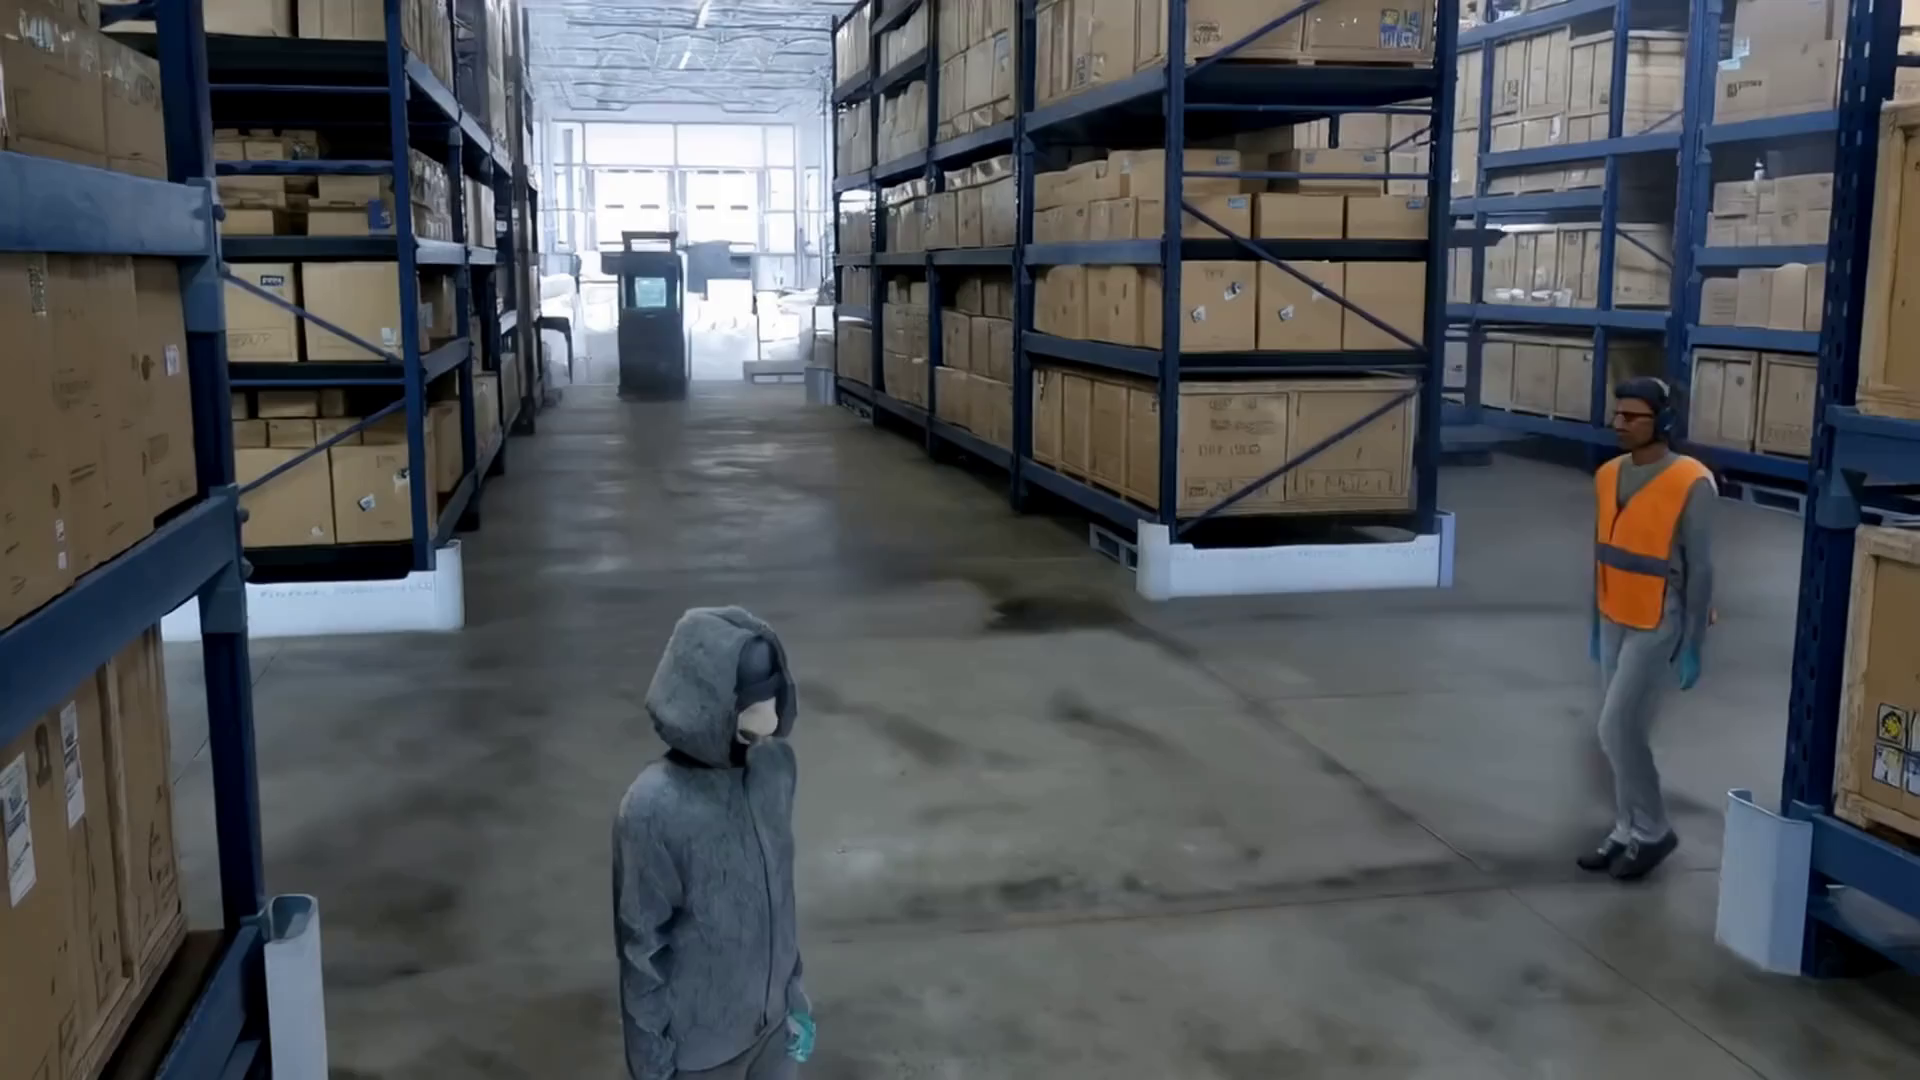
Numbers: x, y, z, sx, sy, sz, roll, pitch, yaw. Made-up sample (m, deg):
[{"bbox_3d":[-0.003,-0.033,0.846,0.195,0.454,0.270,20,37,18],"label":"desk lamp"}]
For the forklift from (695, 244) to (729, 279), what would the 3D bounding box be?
[{"bbox_3d":[-6.639,-6.533,44.642,1.129,2.768,1.873,5,11,28],"label":"forklift"}]

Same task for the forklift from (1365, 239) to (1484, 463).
[{"bbox_3d":[4.840,-2.286,18.755,1.873,2.768,1.129,-2,10,-12],"label":"forklift"}]

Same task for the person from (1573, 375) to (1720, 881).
[{"bbox_3d":[2.446,0.324,6.015,0.471,1.832,0.594,-2,10,-12],"label":"person"}]

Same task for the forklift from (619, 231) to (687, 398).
[{"bbox_3d":[-5.274,-3.877,28.455,1.129,2.768,1.873,-1,9,-9],"label":"forklift"}]

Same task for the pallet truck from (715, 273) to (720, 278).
[{"bbox_3d":[-8.580,-8.986,62.280,1.885,1.965,0.823,1,9,5],"label":"pallet truck"}]

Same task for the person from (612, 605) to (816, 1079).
[{"bbox_3d":[-0.428,0.917,3.023,0.265,1.632,0.508,4,10,25],"label":"person"}]
